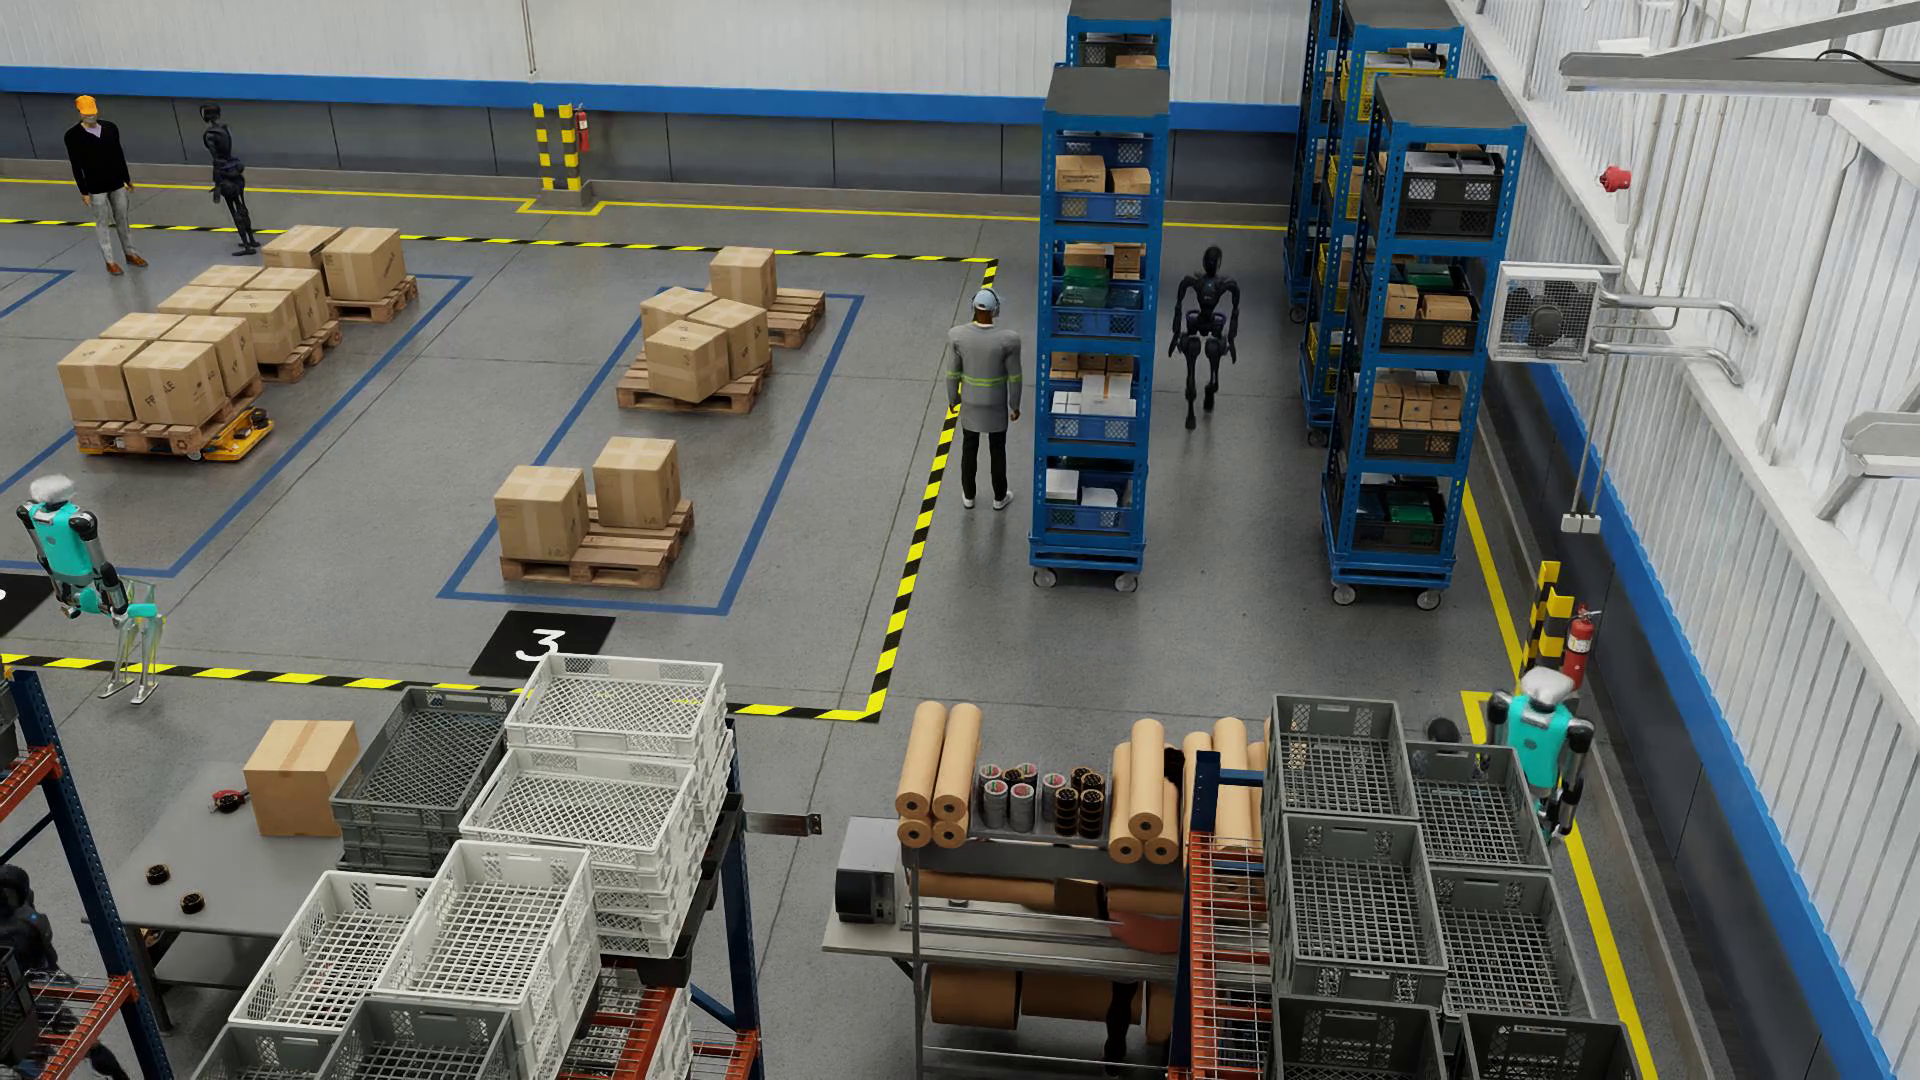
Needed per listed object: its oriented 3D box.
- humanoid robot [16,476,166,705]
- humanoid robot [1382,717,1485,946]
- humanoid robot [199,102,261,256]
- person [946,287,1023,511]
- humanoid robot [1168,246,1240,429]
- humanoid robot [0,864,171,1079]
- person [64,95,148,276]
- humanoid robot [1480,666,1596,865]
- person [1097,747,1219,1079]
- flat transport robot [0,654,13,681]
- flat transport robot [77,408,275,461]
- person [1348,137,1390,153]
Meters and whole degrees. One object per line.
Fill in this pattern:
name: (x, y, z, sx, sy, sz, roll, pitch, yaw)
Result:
humanoid robot: (-5.439, 0.252, 10.646, 0.533, 1.677, 0.735, 9, 31, 16)
humanoid robot: (2.359, 1.606, 8.507, 0.601, 1.650, 0.316, -2, 30, -4)
humanoid robot: (-7.919, -3.909, 17.973, 0.315, 1.657, 0.599, -2, 30, -4)
person: (0.196, -1.108, 13.002, 0.592, 1.851, 0.399, 6, 31, 10)
humanoid robot: (2.103, -1.786, 14.338, 0.591, 1.638, 0.468, 4, 30, 7)
humanoid robot: (-4.232, 2.139, 7.639, 0.761, 1.625, 0.609, -8, 31, -13)
person: (-8.983, -3.739, 17.492, 0.380, 1.880, 0.589, 18, 35, 28)
humanoid robot: (3.064, 1.352, 8.875, 0.531, 1.779, 0.696, 19, 35, 30)
person: (0.929, 1.818, 7.873, 0.603, 1.957, 0.369, 8, 31, 13)
flat transport robot: (-7.142, 0.969, 11.010, 1.431, 0.231, 0.659, 3, 30, 6)
flat transport robot: (-6.728, -0.944, 14.268, 1.431, 0.197, 0.652, 3, 30, 6)
person: (4.270, -3.701, 17.370, 0.359, 1.938, 0.635, -24, 38, -35)
